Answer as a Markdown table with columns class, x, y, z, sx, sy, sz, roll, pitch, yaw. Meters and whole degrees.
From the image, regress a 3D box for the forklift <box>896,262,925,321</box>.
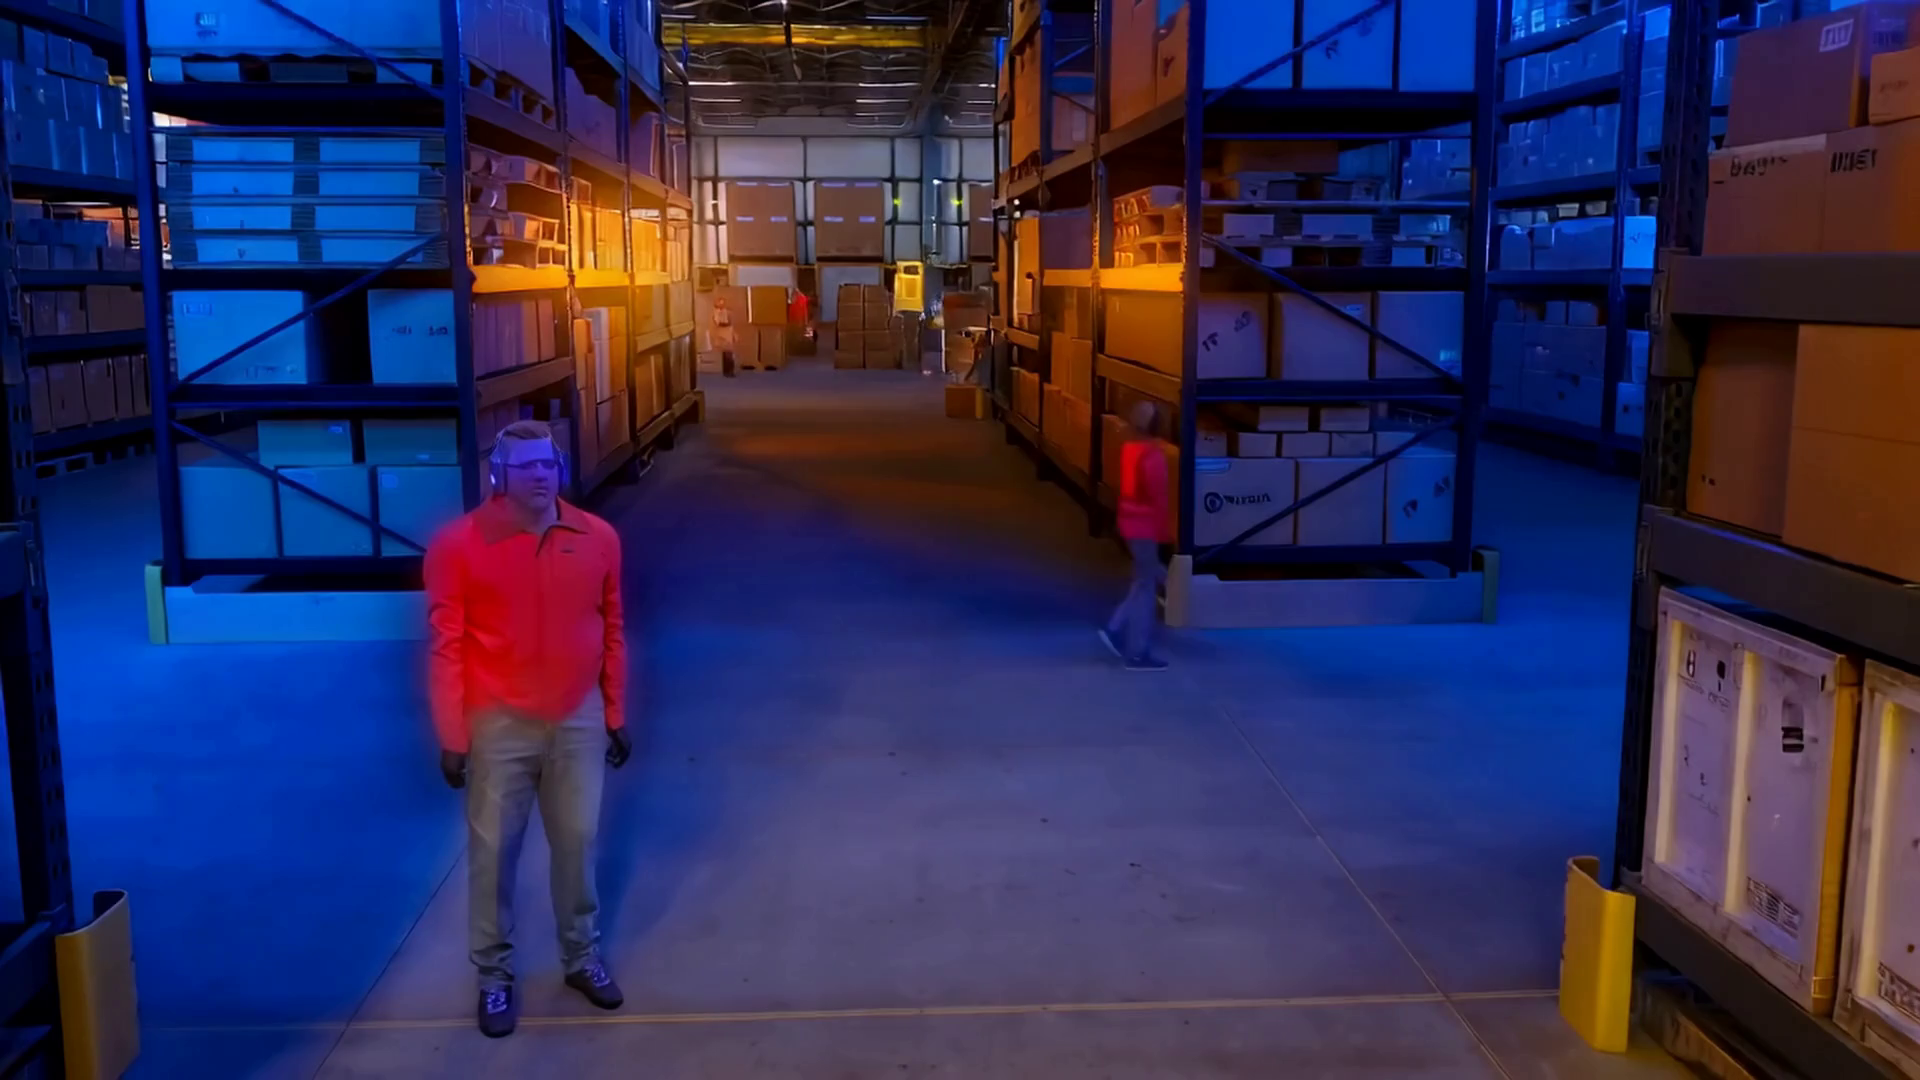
| class | x | y | z | sx | sy | sz | roll | pitch | yaw |
| --- | --- | --- | --- | --- | --- | --- | --- | --- | --- |
| forklift | -1.813 | -8.621 | 59.962 | 1.129 | 2.768 | 1.873 | -1 | 9 | -4 |

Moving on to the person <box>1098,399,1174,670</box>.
| class | x | y | z | sx | sy | sz | roll | pitch | yaw |
| --- | --- | --- | --- | --- | --- | --- | --- | --- | --- |
| person | 1.100 | -0.023 | 9.877 | 0.381 | 1.624 | 0.538 | -2 | 9 | -14 |

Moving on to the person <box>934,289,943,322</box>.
| class | x | y | z | sx | sy | sz | roll | pitch | yaw |
| --- | --- | --- | --- | --- | --- | --- | --- | --- | --- |
| person | -0.655 | -8.379 | 61.669 | 0.588 | 1.843 | 0.945 | -5 | 11 | -31 |

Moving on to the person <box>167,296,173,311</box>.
| class | x | y | z | sx | sy | sz | roll | pitch | yaw |
| --- | --- | --- | --- | --- | --- | --- | --- | --- | --- |
| person | -29.049 | -8.276 | 60.696 | 0.627 | 1.953 | 1.015 | -3 | 9 | -16 |

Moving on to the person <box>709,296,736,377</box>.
| class | x | y | z | sx | sy | sz | roll | pitch | yaw |
| --- | --- | --- | --- | --- | --- | --- | --- | --- | --- |
| person | -5.475 | -4.689 | 38.379 | 0.628 | 1.882 | 0.571 | 5 | 10 | 28 |

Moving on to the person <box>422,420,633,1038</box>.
| class | x | y | z | sx | sy | sz | roll | pitch | yaw |
| --- | --- | --- | --- | --- | --- | --- | --- | --- | --- |
| person | -1.335 | 0.576 | 5.246 | 0.641 | 1.913 | 0.407 | -6 | 11 | -33 |

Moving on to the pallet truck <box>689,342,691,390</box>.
| class | x | y | z | sx | sy | sz | roll | pitch | yaw |
| --- | --- | --- | --- | --- | --- | --- | --- | --- | --- |
| pallet truck | -5.225 | -3.008 | 27.480 | 1.885 | 1.965 | 0.823 | 2 | 9 | 14 |

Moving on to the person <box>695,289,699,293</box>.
| class | x | y | z | sx | sy | sz | roll | pitch | yaw |
| --- | --- | --- | --- | --- | --- | --- | --- | --- | --- |
| person | -8.640 | -7.217 | 54.199 | 0.647 | 1.899 | 0.927 | 5 | 10 | 26 |

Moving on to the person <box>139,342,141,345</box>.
| class | x | y | z | sx | sy | sz | roll | pitch | yaw |
| --- | --- | --- | --- | --- | --- | --- | --- | --- | --- |
| person | -25.465 | -6.669 | 51.214 | 0.552 | 1.745 | 0.555 | -1 | 9 | -6 |
